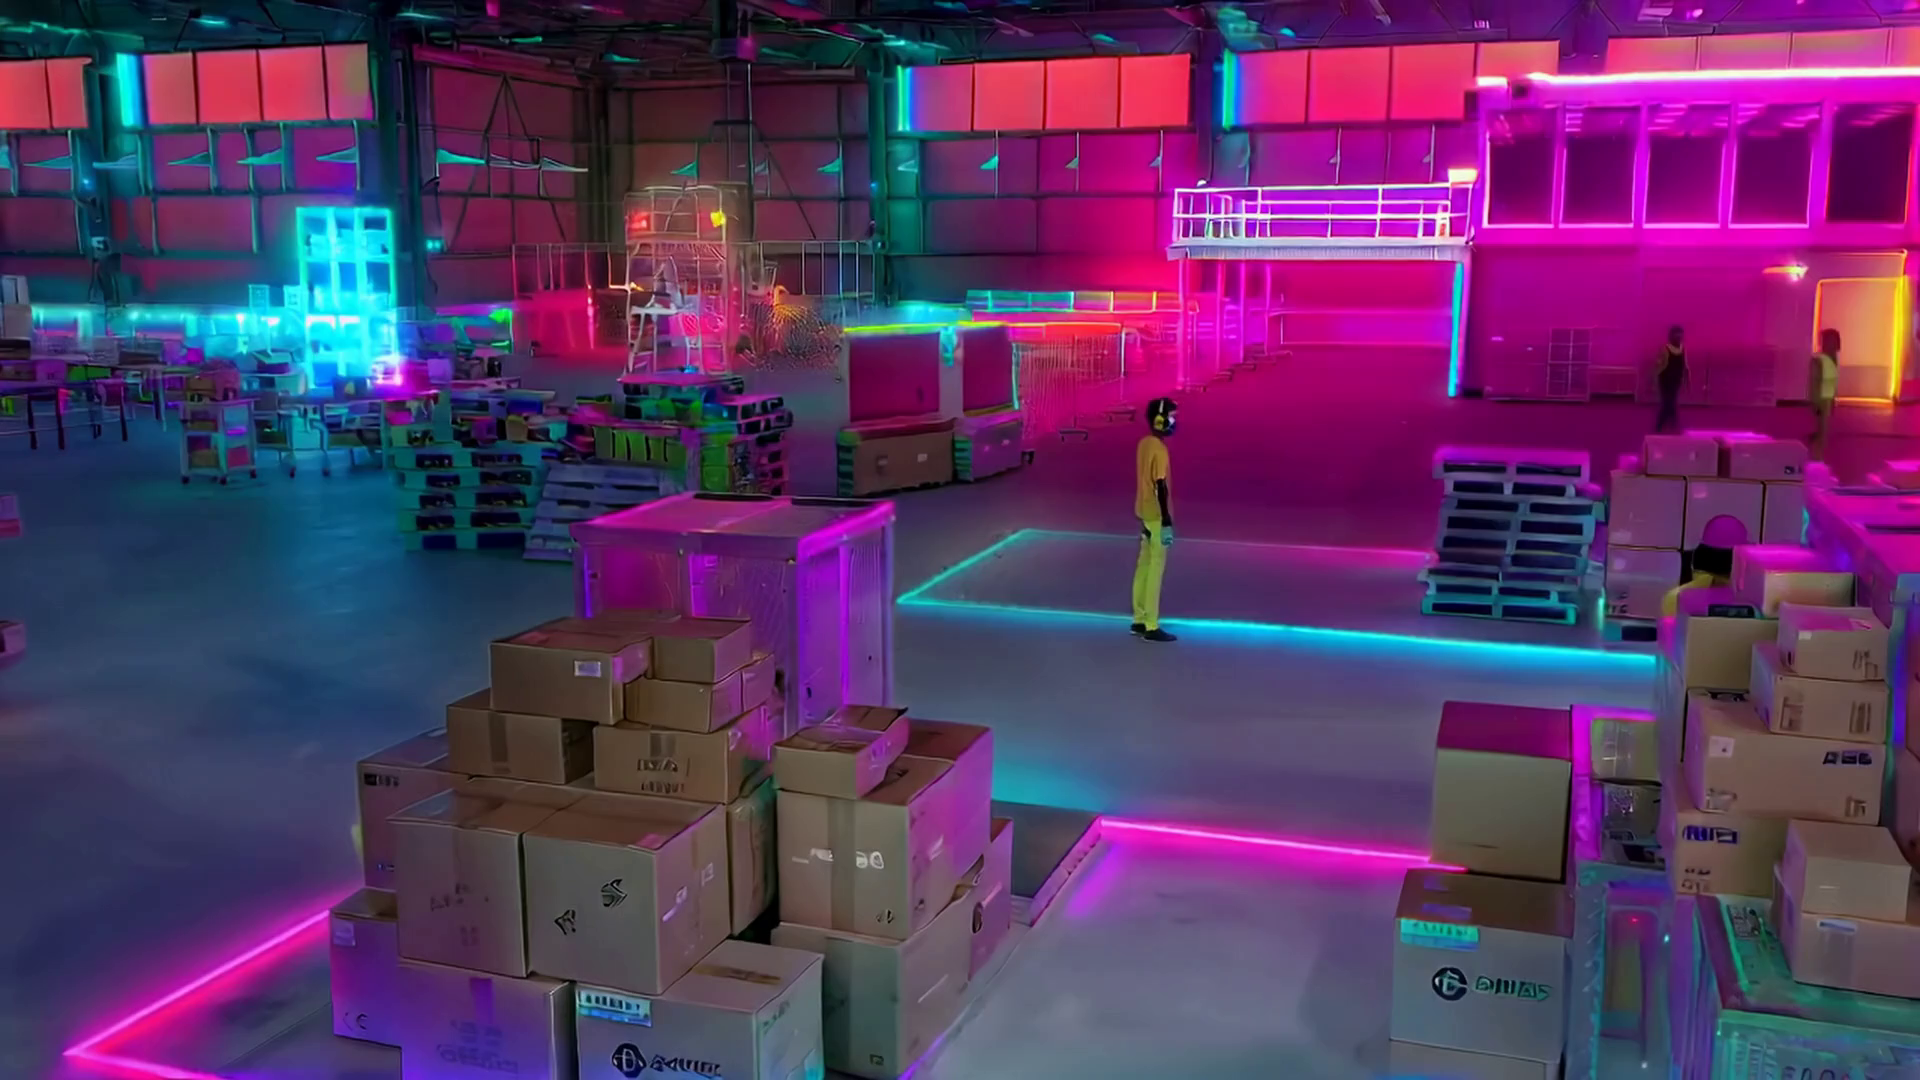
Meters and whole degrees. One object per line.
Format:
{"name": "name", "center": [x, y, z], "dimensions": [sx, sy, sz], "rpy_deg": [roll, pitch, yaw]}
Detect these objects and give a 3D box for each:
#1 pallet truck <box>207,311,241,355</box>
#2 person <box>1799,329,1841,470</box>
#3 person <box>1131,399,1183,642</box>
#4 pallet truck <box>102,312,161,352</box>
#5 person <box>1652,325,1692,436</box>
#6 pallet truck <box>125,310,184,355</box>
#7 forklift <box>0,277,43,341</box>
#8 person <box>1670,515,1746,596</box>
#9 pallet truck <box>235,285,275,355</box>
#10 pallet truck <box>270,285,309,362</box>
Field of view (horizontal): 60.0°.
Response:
{"name": "pallet truck", "center": [-19.537, -5.575, 44.913], "dimensions": [0.653, 1.274, 1.630], "rpy_deg": [3, 11, 19]}
{"name": "person", "center": [11.650, -1.909, 22.561], "dimensions": [0.587, 1.909, 0.526], "rpy_deg": [-7, 12, -34]}
{"name": "person", "center": [1.510, -0.151, 12.792], "dimensions": [0.326, 1.865, 0.519], "rpy_deg": [-3, 10, -16]}
{"name": "pallet truck", "center": [-23.057, -5.777, 46.261], "dimensions": [0.680, 1.201, 1.601], "rpy_deg": [3, 11, 19]}
{"name": "person", "center": [10.913, -2.347, 25.303], "dimensions": [0.543, 1.806, 0.906], "rpy_deg": [-4, 11, -22]}
{"name": "pallet truck", "center": [-22.038, -5.665, 45.457], "dimensions": [0.704, 1.261, 1.522], "rpy_deg": [3, 11, 17]}
{"name": "forklift", "center": [-27.151, -6.329, 46.328], "dimensions": [1.157, 1.987, 2.680], "rpy_deg": [3, 11, 17]}
{"name": "person", "center": [3.659, 0.744, 8.089], "dimensions": [0.485, 1.744, 0.294], "rpy_deg": [1, 10, 5]}
{"name": "pallet truck", "center": [-18.327, -5.835, 44.421], "dimensions": [0.823, 1.965, 1.885], "rpy_deg": [4, 11, 23]}
{"name": "pallet truck", "center": [-17.147, -5.700, 43.663], "dimensions": [0.823, 1.965, 1.885], "rpy_deg": [3, 11, 17]}
